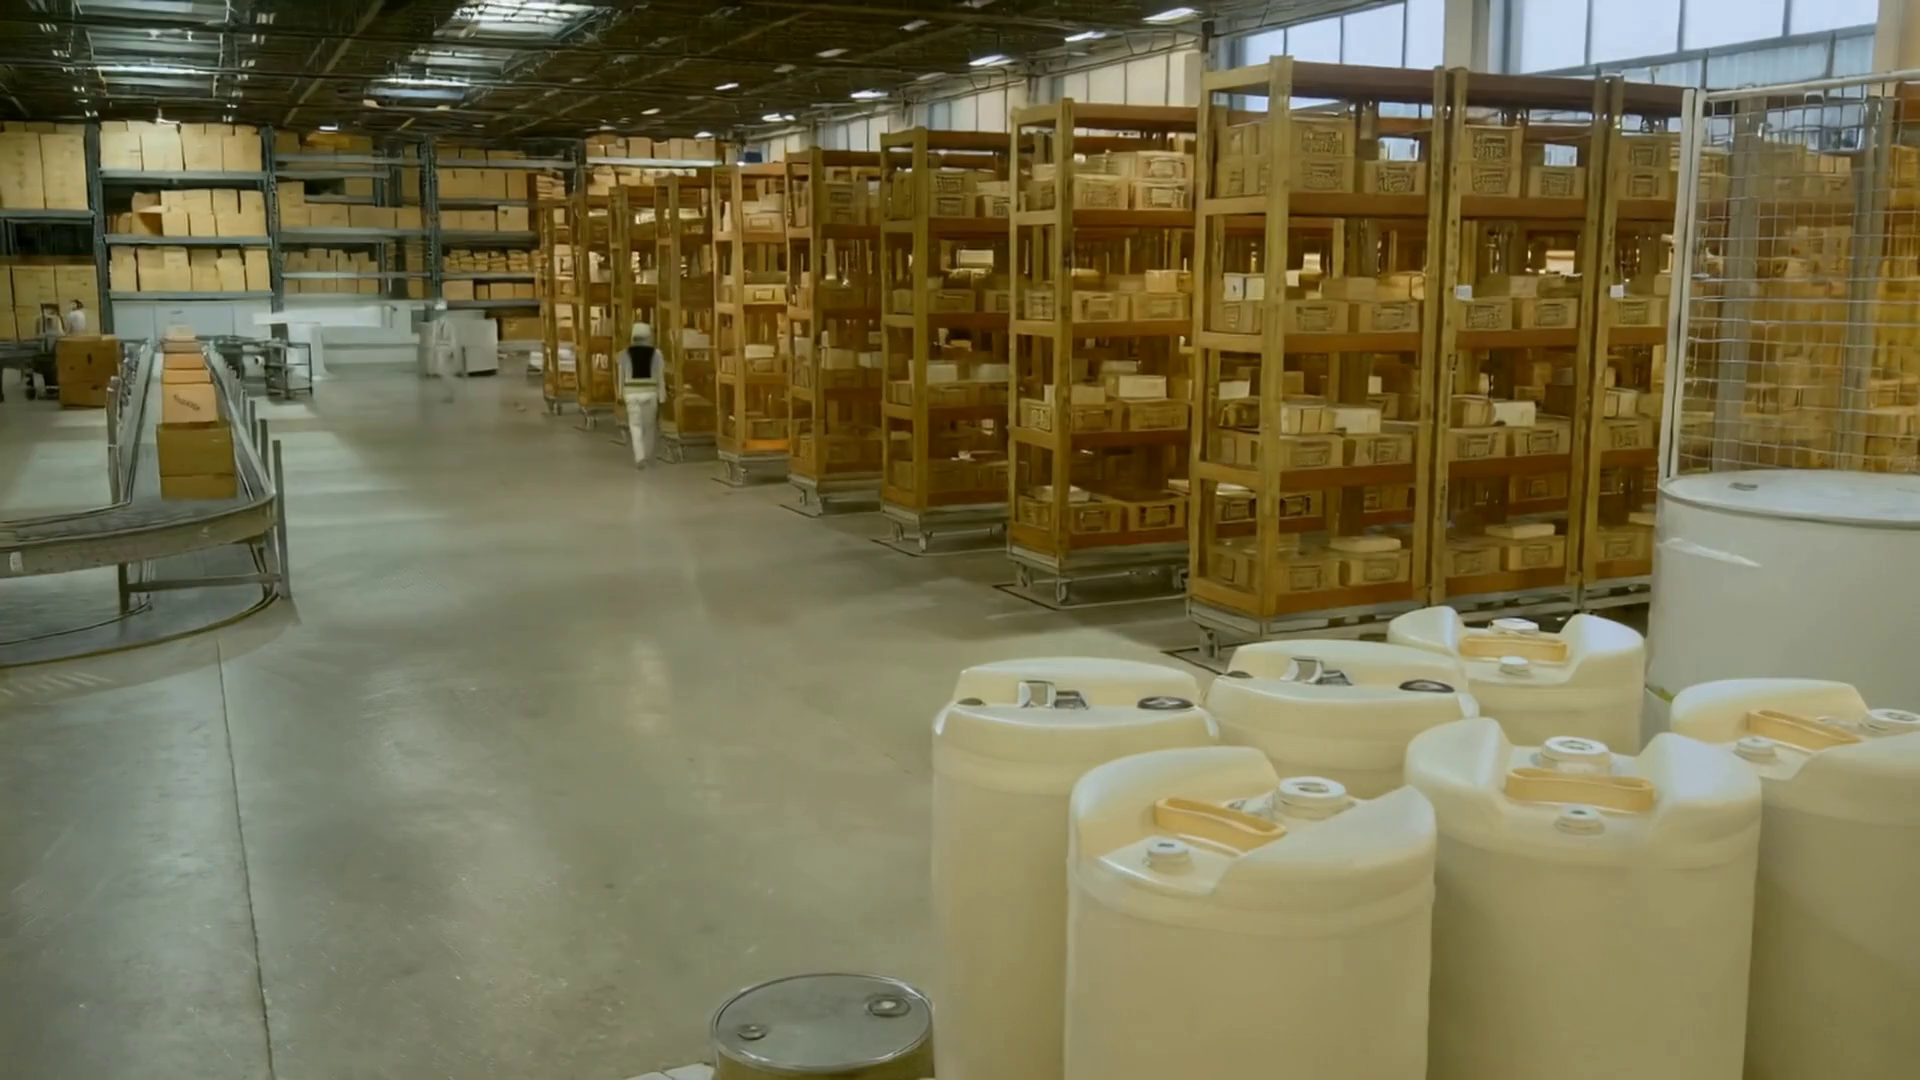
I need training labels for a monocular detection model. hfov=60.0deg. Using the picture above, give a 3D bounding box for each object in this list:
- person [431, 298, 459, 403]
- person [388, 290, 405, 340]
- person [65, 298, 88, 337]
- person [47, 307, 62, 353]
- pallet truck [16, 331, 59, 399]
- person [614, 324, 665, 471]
[{"bbox_3d":[-9.530,-3.504,30.756,0.631,1.929,0.441,7,12,38],"label":"person"},{"bbox_3d":[-18.828,-7.527,55.644,0.642,1.956,0.739,7,11,37],"label":"person"},{"bbox_3d":[-20.250,-4.636,38.139,0.404,1.823,0.590,3,10,16],"label":"person"},{"bbox_3d":[-21.675,-4.846,39.934,0.870,1.643,0.543,-7,11,-35],"label":"person"},{"bbox_3d":[-17.082,-3.353,31.781,1.630,1.274,0.653,-4,10,-25],"label":"pallet truck"},{"bbox_3d":[-3.916,-1.745,20.335,0.591,1.787,0.949,-3,10,-19],"label":"person"}]
